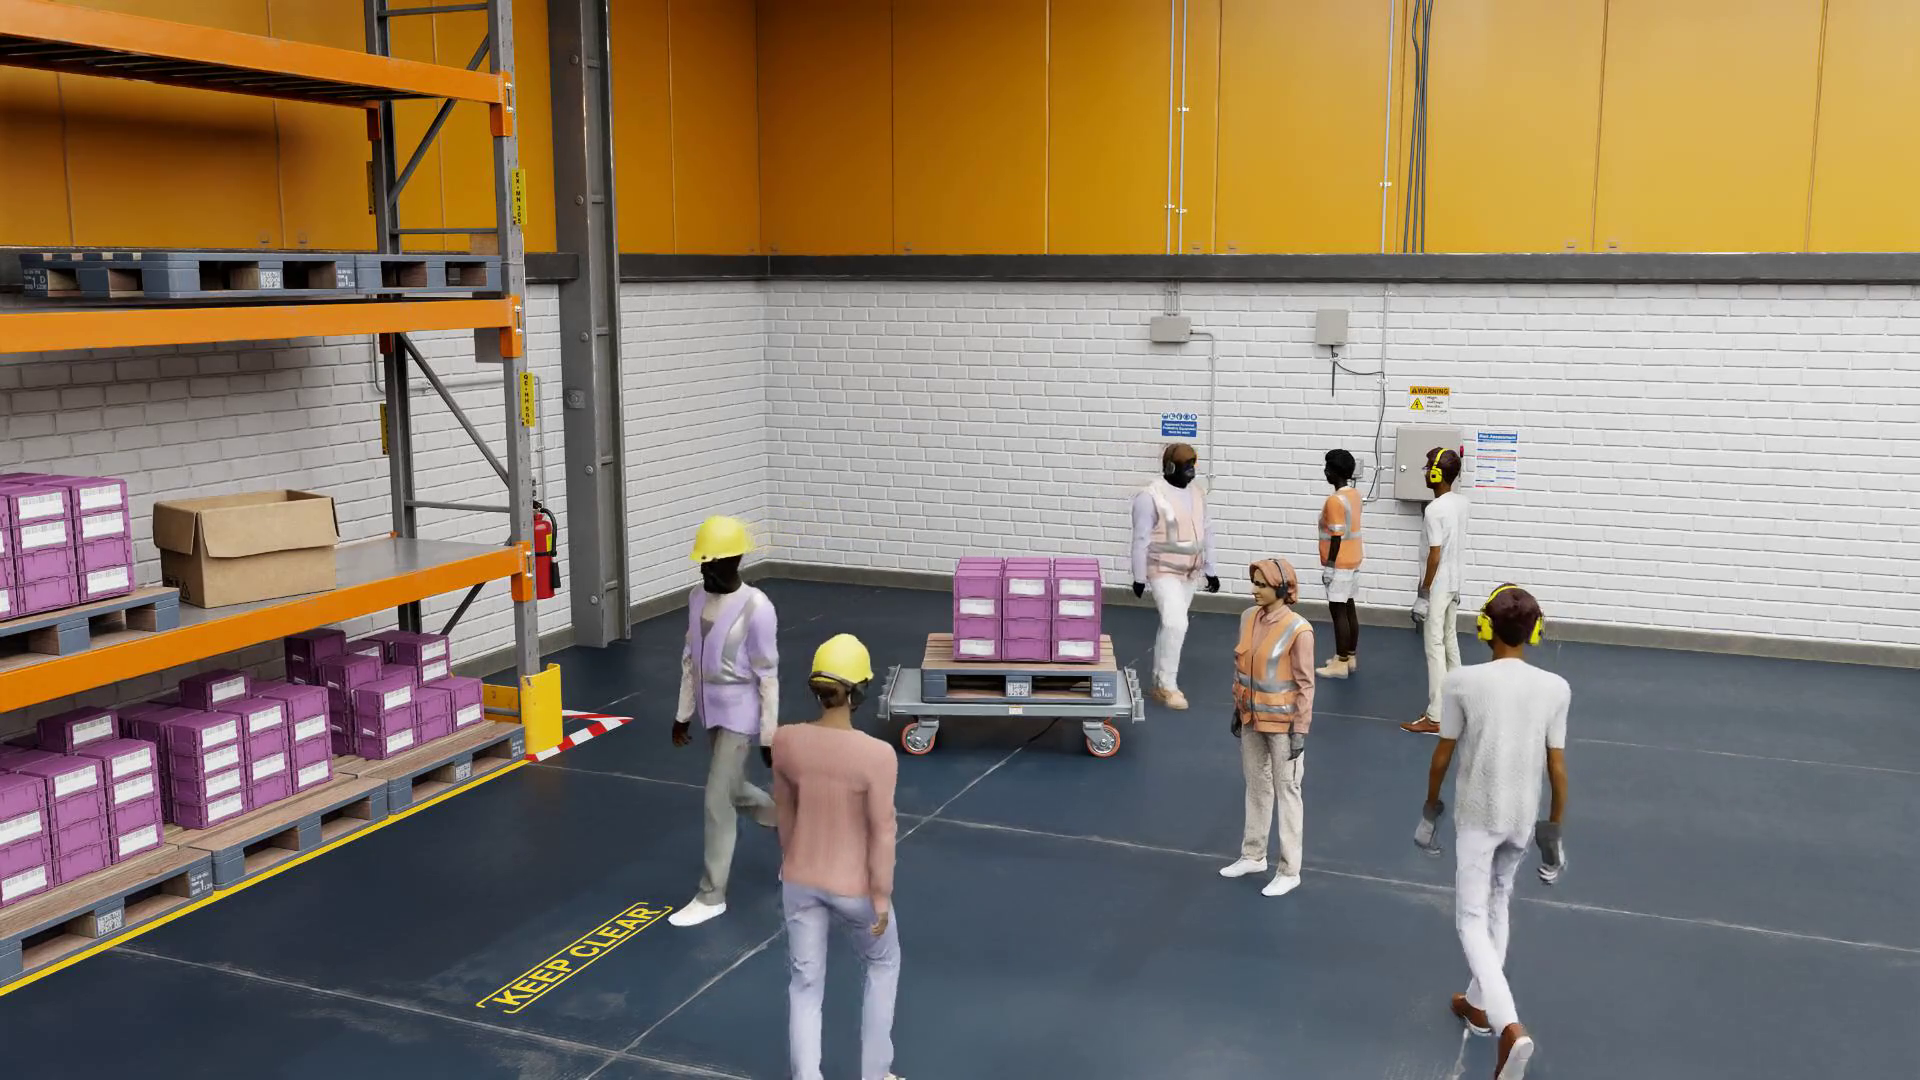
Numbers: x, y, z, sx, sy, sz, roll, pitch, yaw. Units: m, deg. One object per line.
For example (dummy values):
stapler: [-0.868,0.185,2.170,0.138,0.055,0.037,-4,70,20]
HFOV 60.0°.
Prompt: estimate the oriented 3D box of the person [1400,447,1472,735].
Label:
person: [3.095,0.337,10.789,0.328,1.862,0.520,8,12,41]

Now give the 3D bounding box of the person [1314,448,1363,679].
person: [2.802,0.170,12.286,0.317,1.696,0.540,5,11,29]

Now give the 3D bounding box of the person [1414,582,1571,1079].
person: [2.051,1.095,6.285,0.540,1.837,0.865,-1,9,-6]

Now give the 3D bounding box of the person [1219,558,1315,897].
person: [1.507,0.895,8.073,0.305,1.639,0.522,-5,11,-30]

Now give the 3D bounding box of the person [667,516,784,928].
person: [-1.027,0.806,7.825,0.850,1.901,0.589,-7,12,-38]

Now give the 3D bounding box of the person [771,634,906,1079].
person: [-0.421,1.195,5.918,0.528,1.747,0.597,4,10,22]

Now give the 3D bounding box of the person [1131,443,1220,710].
person: [1.529,0.243,11.470,0.624,1.820,0.644,-8,12,-41]
